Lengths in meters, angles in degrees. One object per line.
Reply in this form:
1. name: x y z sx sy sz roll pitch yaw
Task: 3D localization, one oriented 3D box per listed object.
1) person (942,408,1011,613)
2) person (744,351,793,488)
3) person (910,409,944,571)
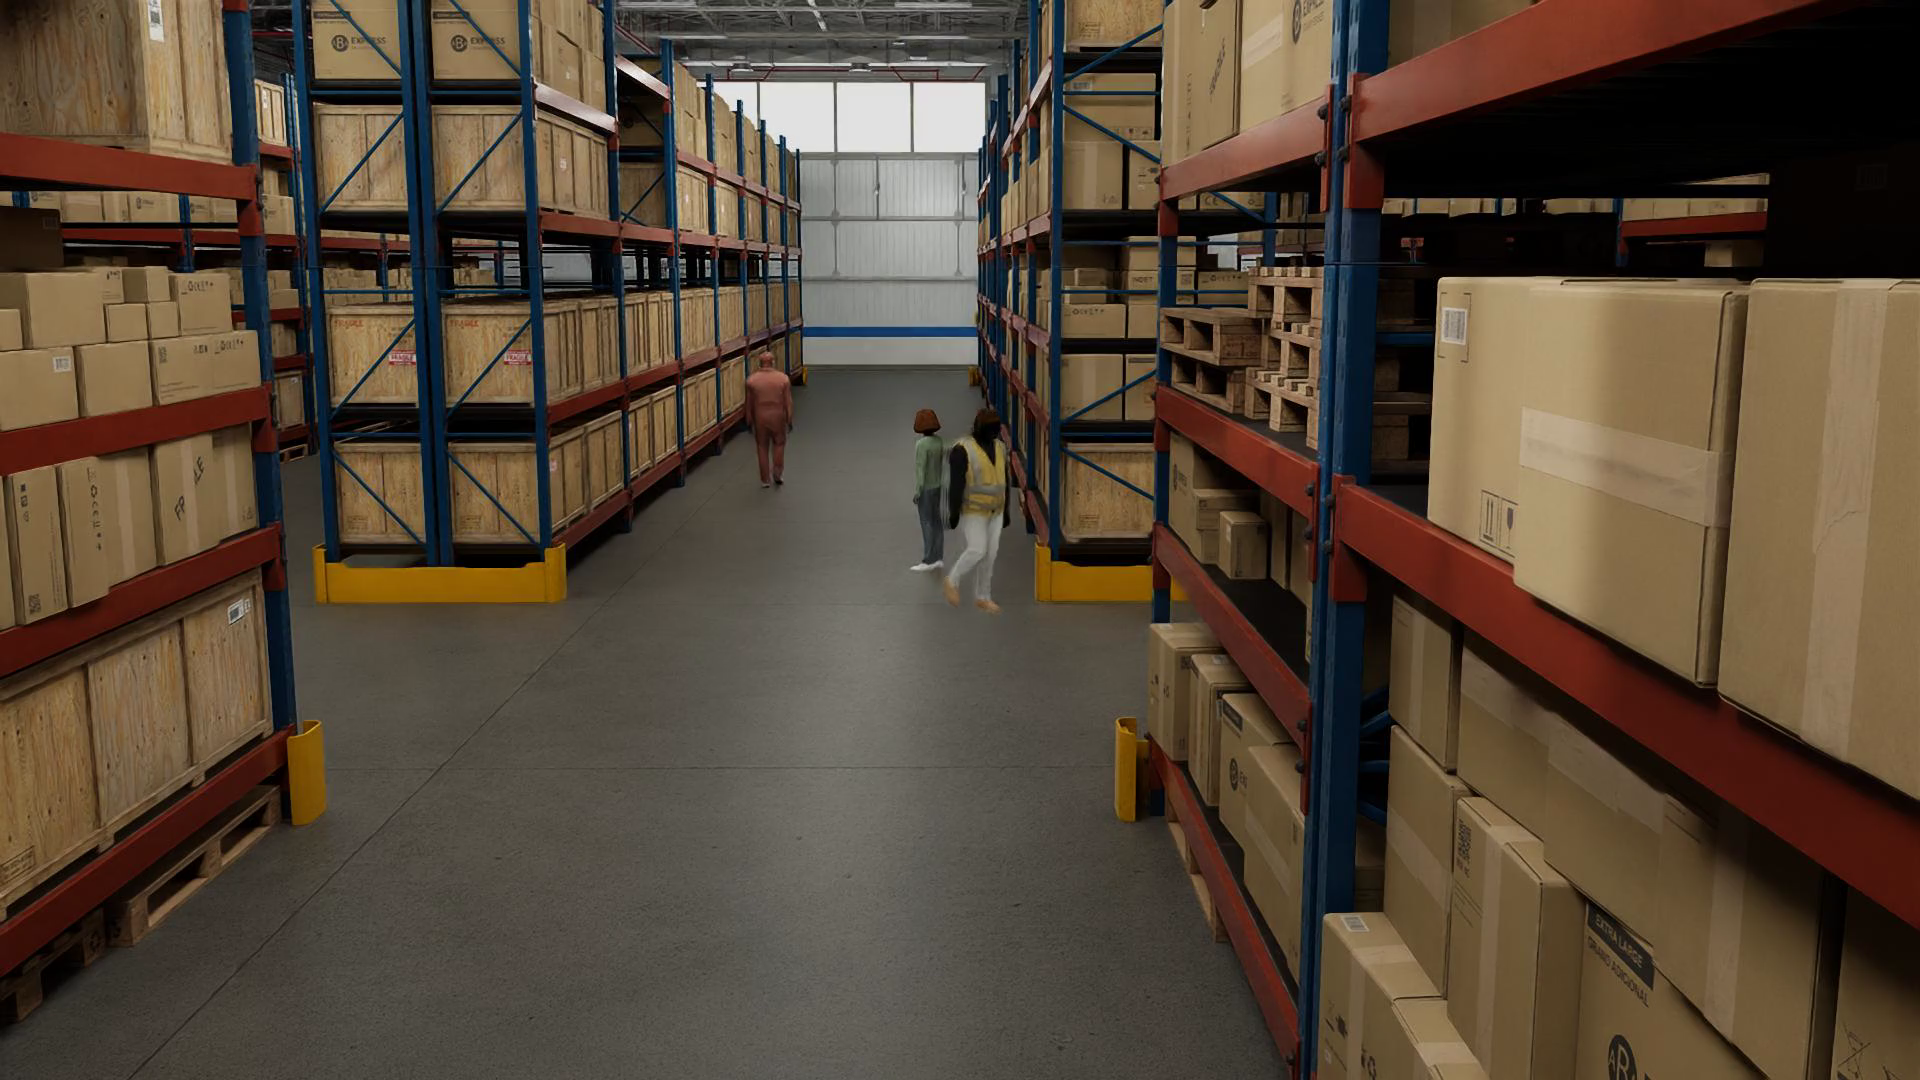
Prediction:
1. person: 0.175 -0.260 14.719 0.652 1.814 0.480 -9 13 -43
2. person: -2.669 -1.688 23.239 0.681 1.880 0.757 -1 9 -3
3. person: -0.326 -0.501 16.742 0.273 1.632 0.507 4 10 24
